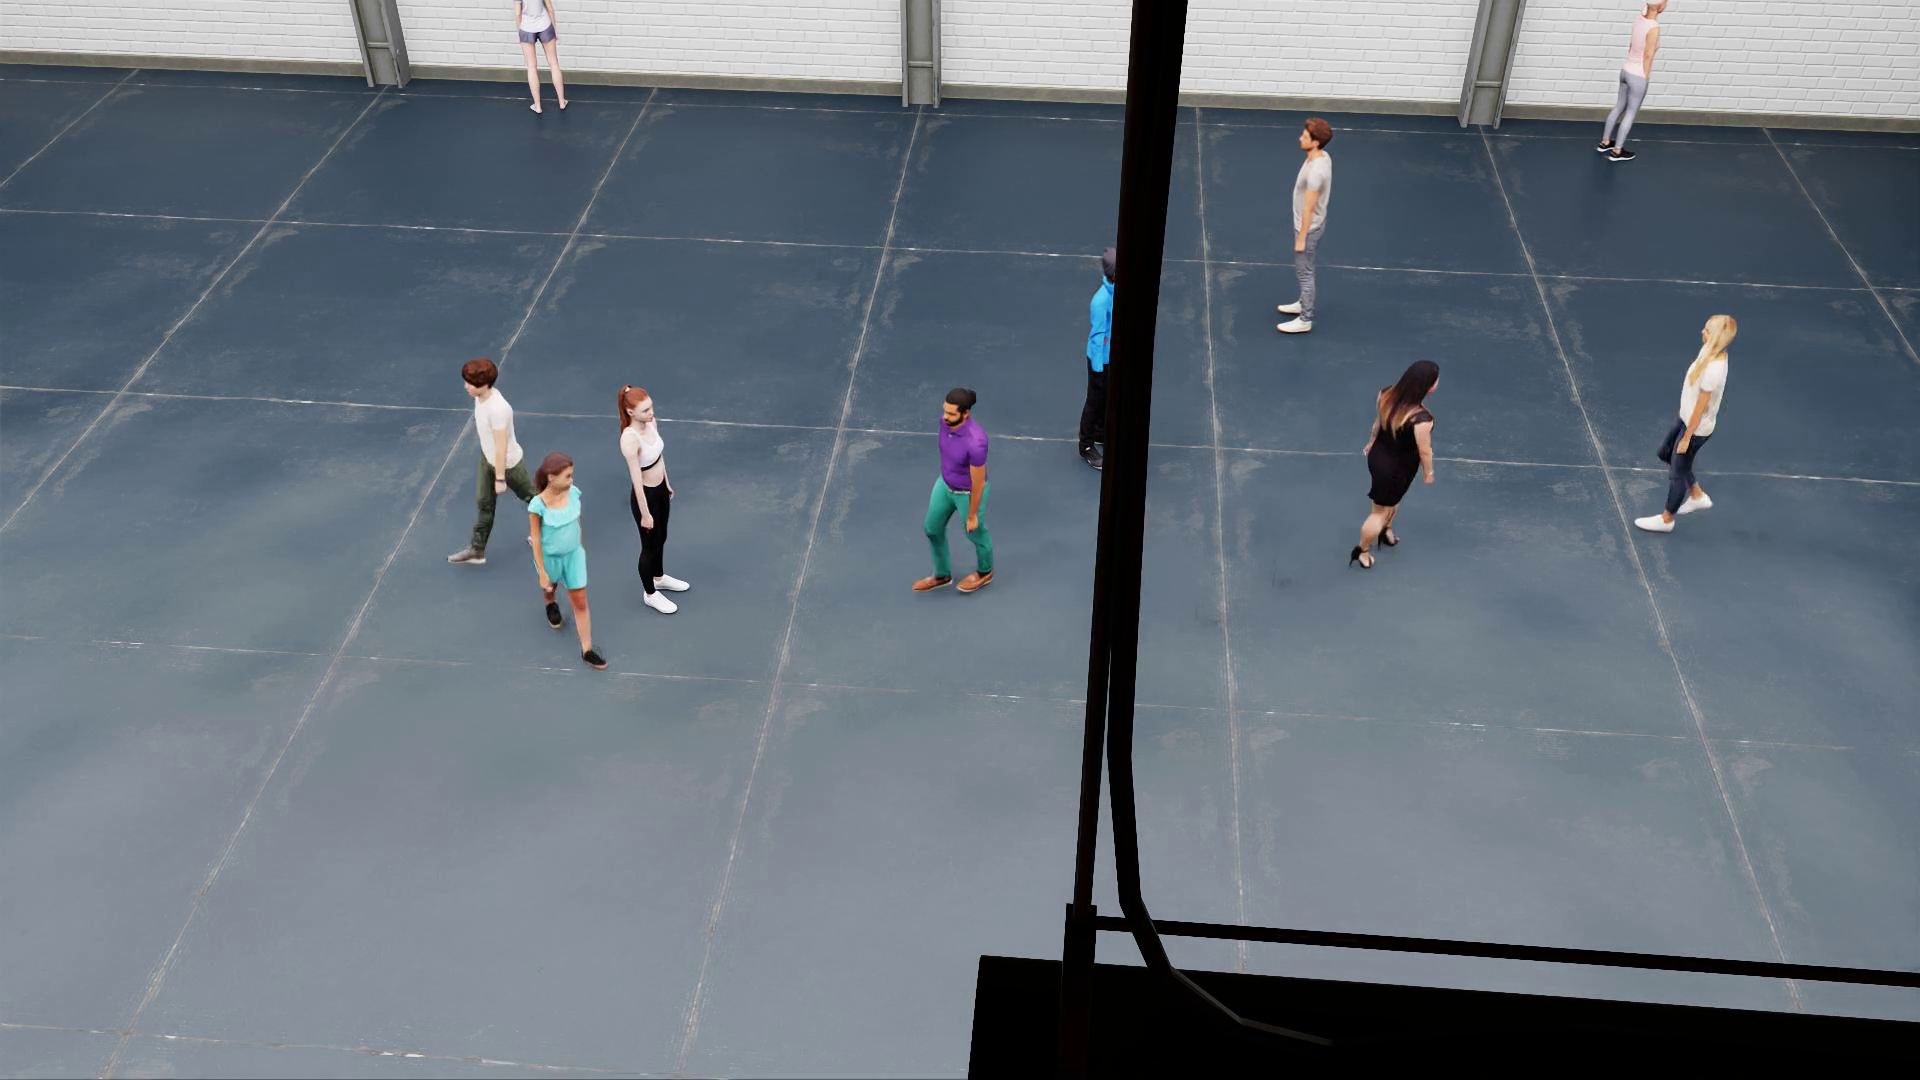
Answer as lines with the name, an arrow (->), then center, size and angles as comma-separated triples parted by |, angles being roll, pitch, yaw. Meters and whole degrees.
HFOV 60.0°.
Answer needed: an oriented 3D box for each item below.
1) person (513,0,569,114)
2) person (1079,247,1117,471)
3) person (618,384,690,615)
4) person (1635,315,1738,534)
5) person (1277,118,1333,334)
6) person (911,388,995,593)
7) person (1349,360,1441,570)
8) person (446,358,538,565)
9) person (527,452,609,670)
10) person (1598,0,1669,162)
person -> -4.479, -5.393, 17.557 | 0.626, 1.767, 0.727 | -14, 41, -17
person -> 1.097, -1.396, 12.529 | 0.682, 1.794, 0.691 | 21, 43, 25
person -> -2.090, -0.288, 11.184 | 0.560, 1.742, 0.617 | 9, 39, 11
person -> 5.284, -0.786, 11.761 | 0.783, 1.799, 0.693 | 11, 40, 13
person -> 2.947, -2.655, 14.028 | 0.561, 1.892, 0.654 | 6, 39, 8
person -> 0.110, -0.362, 11.277 | 0.963, 1.741, 0.896 | -24, 44, -27
person -> 2.911, -0.475, 11.451 | 0.837, 1.700, 0.794 | -14, 41, -17
person -> -3.122, -0.563, 11.635 | 1.146, 1.609, 1.064 | -27, 46, -29
person -> -2.674, 0.069, 10.925 | 1.084, 1.507, 1.074 | -22, 44, -25
person -> 6.769, -4.666, 16.680 | 0.576, 1.723, 0.582 | -5, 39, -6
